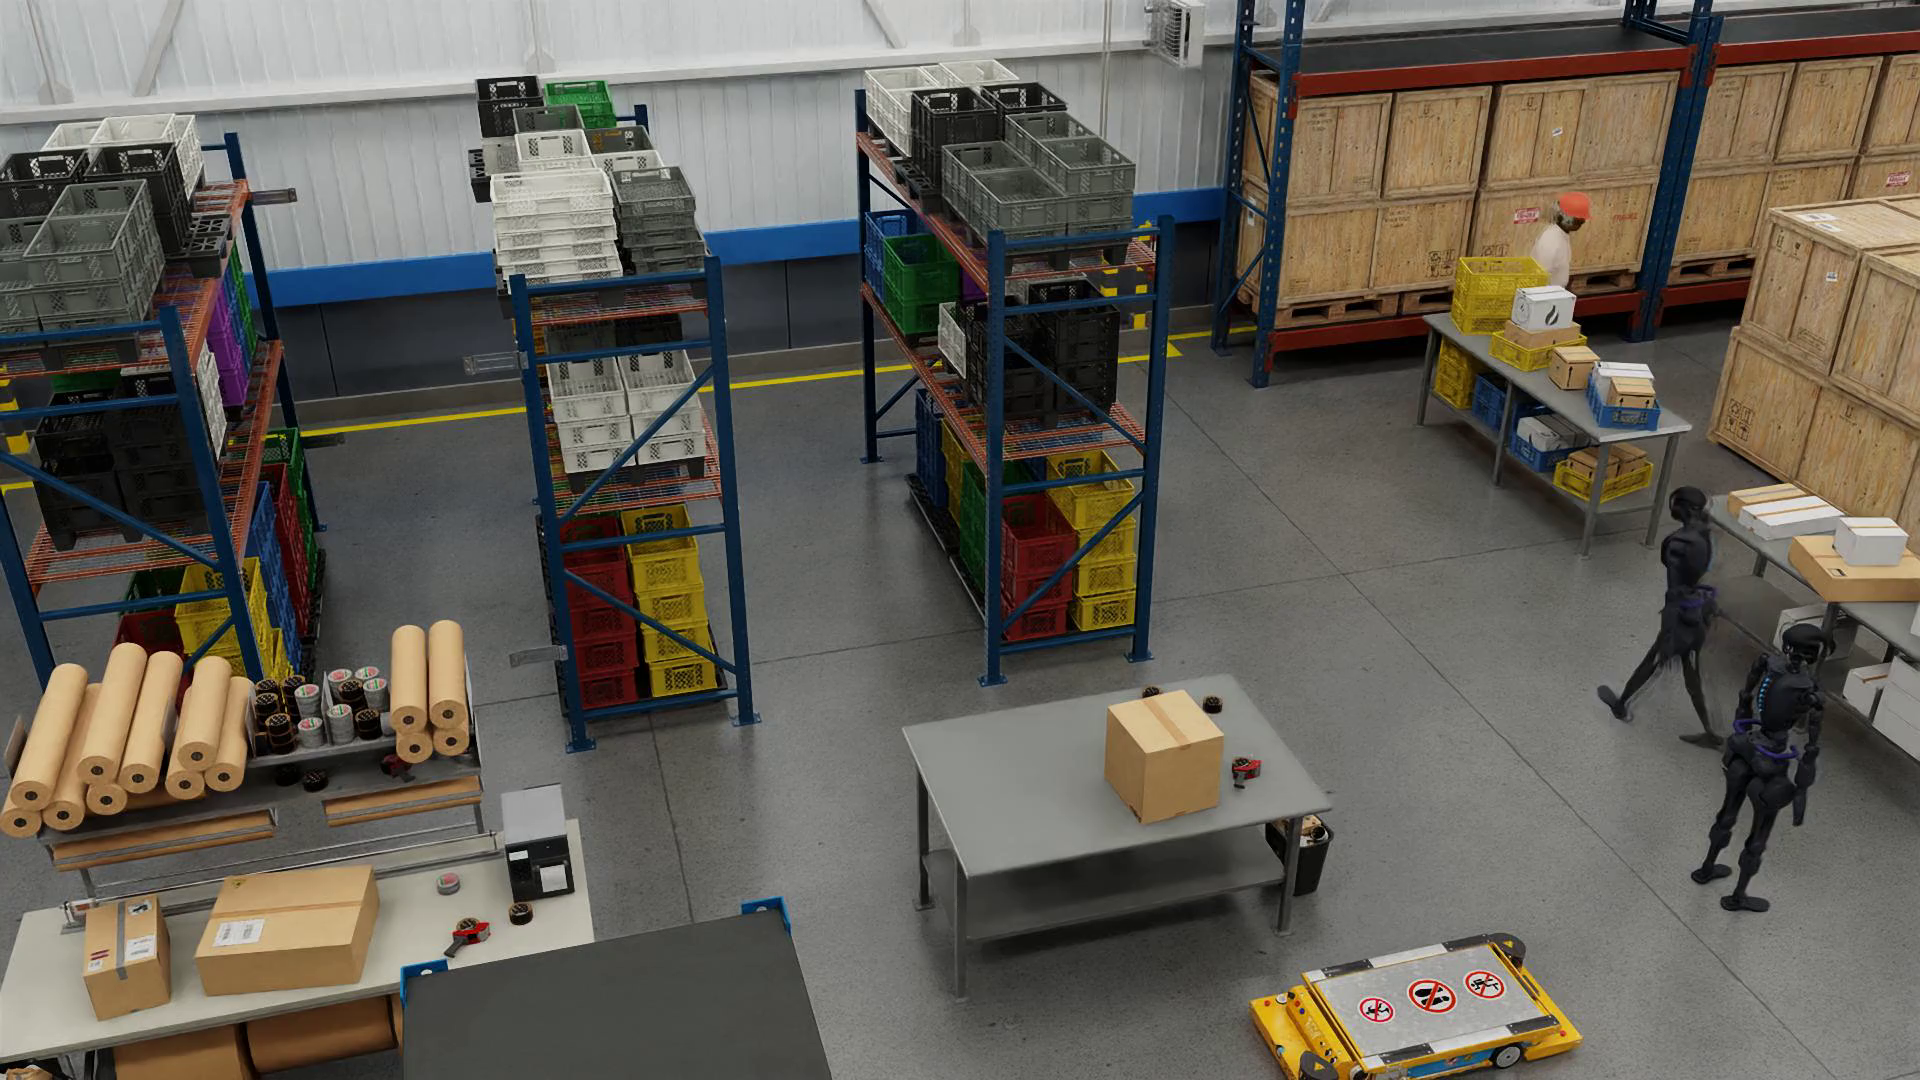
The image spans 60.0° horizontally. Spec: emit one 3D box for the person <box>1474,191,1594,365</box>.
[{"bbox_3d":[4.857,-2.050,14.144,0.847,1.957,0.661,15,32,25],"label":"person"}]

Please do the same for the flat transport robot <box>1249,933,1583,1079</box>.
[{"bbox_3d":[2.184,2.282,7.980,1.431,0.197,0.652,-8,30,-14],"label":"flat transport robot"}]

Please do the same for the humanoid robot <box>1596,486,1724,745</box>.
[{"bbox_3d":[4.302,0.470,9.896,0.654,1.607,0.800,-25,38,-38],"label":"humanoid robot"}]

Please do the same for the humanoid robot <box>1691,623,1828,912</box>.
[{"bbox_3d":[4.161,1.149,8.594,0.326,1.657,0.593,-7,29,-12],"label":"humanoid robot"}]
